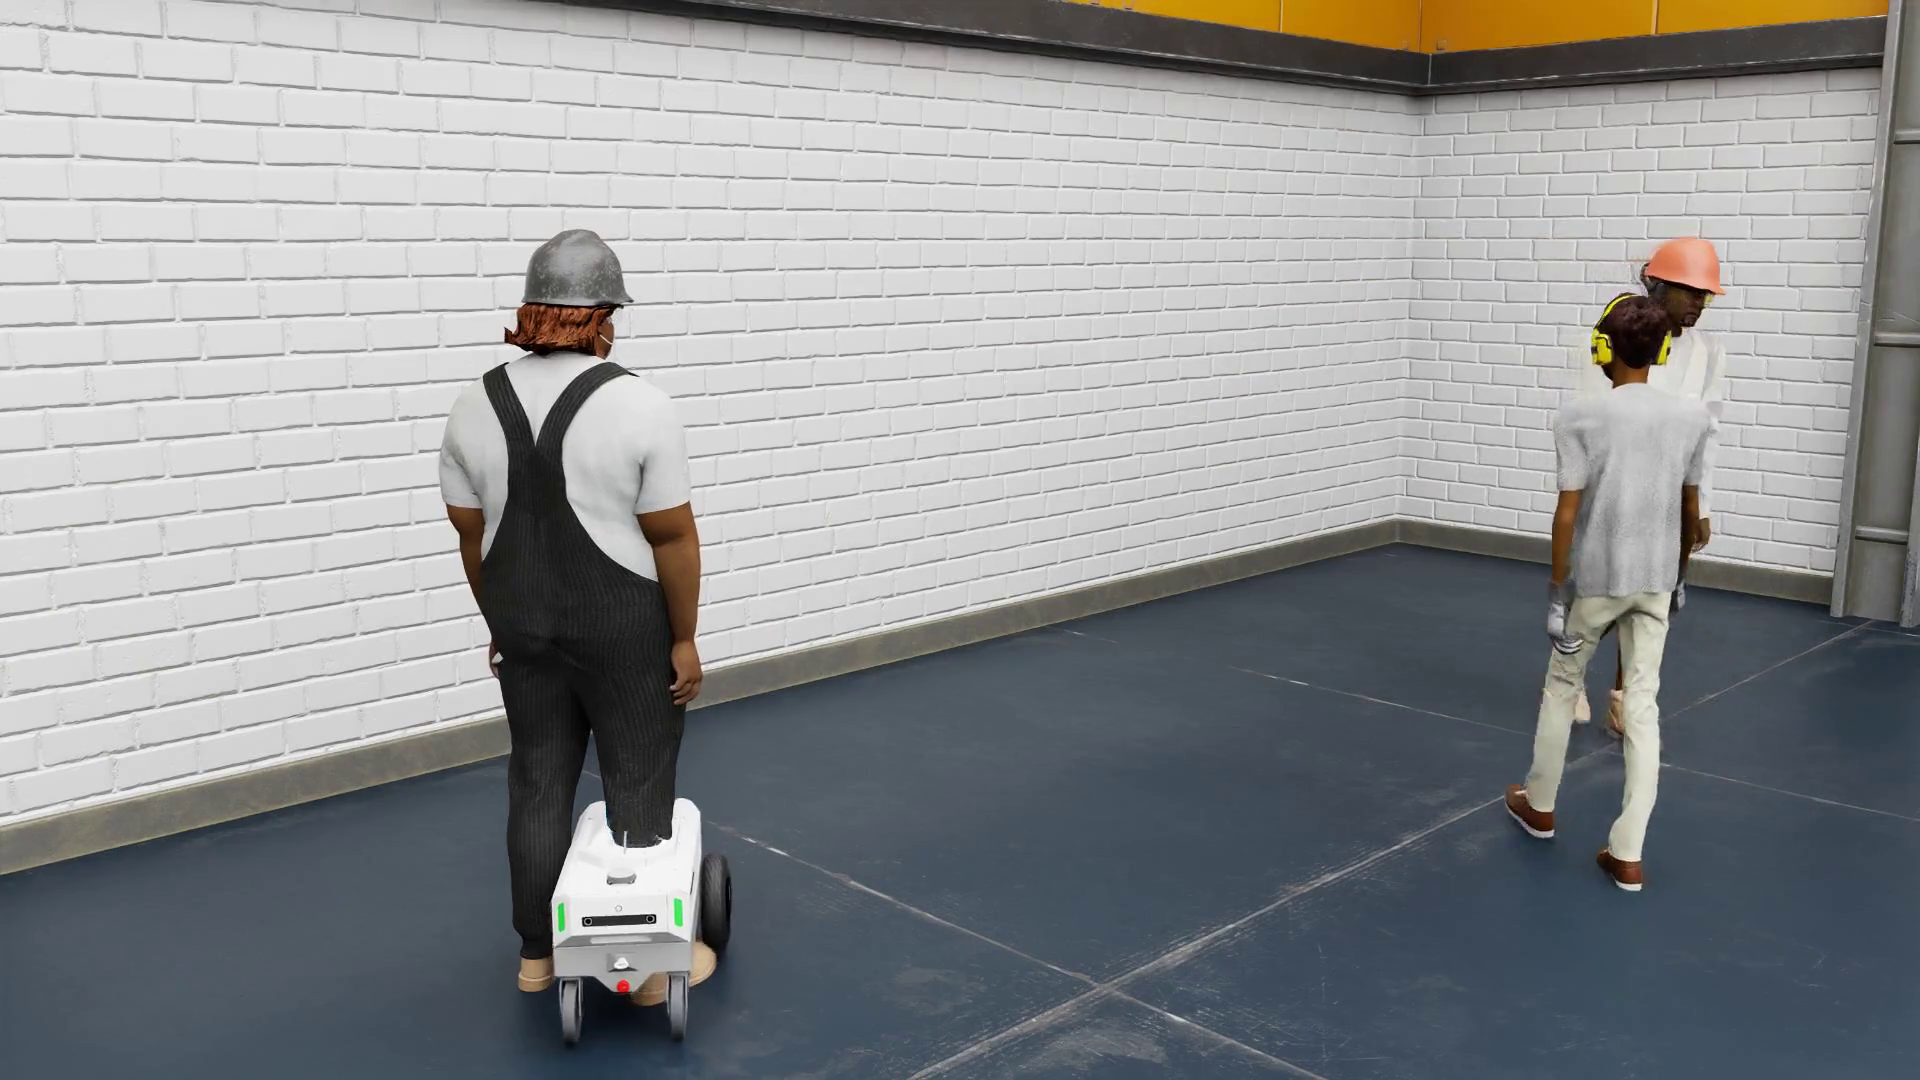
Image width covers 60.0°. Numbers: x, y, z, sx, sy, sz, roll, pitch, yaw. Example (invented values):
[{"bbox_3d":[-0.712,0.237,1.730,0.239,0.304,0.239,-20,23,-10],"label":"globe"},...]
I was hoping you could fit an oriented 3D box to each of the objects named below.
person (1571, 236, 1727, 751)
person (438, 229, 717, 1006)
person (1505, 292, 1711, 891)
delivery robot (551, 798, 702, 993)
[{"bbox_3d":[2.689,-0.169,6.527,0.608,2.020,0.517,-3,11,-16],"label":"person"},{"bbox_3d":[-0.967,0.208,4.411,0.684,2.000,0.538,3,11,16],"label":"person"},{"bbox_3d":[2.086,0.138,5.359,0.523,1.838,0.800,0,10,2],"label":"person"},{"bbox_3d":[-0.874,0.901,4.428,0.477,0.478,0.707,-1,10,-6],"label":"delivery robot"}]
